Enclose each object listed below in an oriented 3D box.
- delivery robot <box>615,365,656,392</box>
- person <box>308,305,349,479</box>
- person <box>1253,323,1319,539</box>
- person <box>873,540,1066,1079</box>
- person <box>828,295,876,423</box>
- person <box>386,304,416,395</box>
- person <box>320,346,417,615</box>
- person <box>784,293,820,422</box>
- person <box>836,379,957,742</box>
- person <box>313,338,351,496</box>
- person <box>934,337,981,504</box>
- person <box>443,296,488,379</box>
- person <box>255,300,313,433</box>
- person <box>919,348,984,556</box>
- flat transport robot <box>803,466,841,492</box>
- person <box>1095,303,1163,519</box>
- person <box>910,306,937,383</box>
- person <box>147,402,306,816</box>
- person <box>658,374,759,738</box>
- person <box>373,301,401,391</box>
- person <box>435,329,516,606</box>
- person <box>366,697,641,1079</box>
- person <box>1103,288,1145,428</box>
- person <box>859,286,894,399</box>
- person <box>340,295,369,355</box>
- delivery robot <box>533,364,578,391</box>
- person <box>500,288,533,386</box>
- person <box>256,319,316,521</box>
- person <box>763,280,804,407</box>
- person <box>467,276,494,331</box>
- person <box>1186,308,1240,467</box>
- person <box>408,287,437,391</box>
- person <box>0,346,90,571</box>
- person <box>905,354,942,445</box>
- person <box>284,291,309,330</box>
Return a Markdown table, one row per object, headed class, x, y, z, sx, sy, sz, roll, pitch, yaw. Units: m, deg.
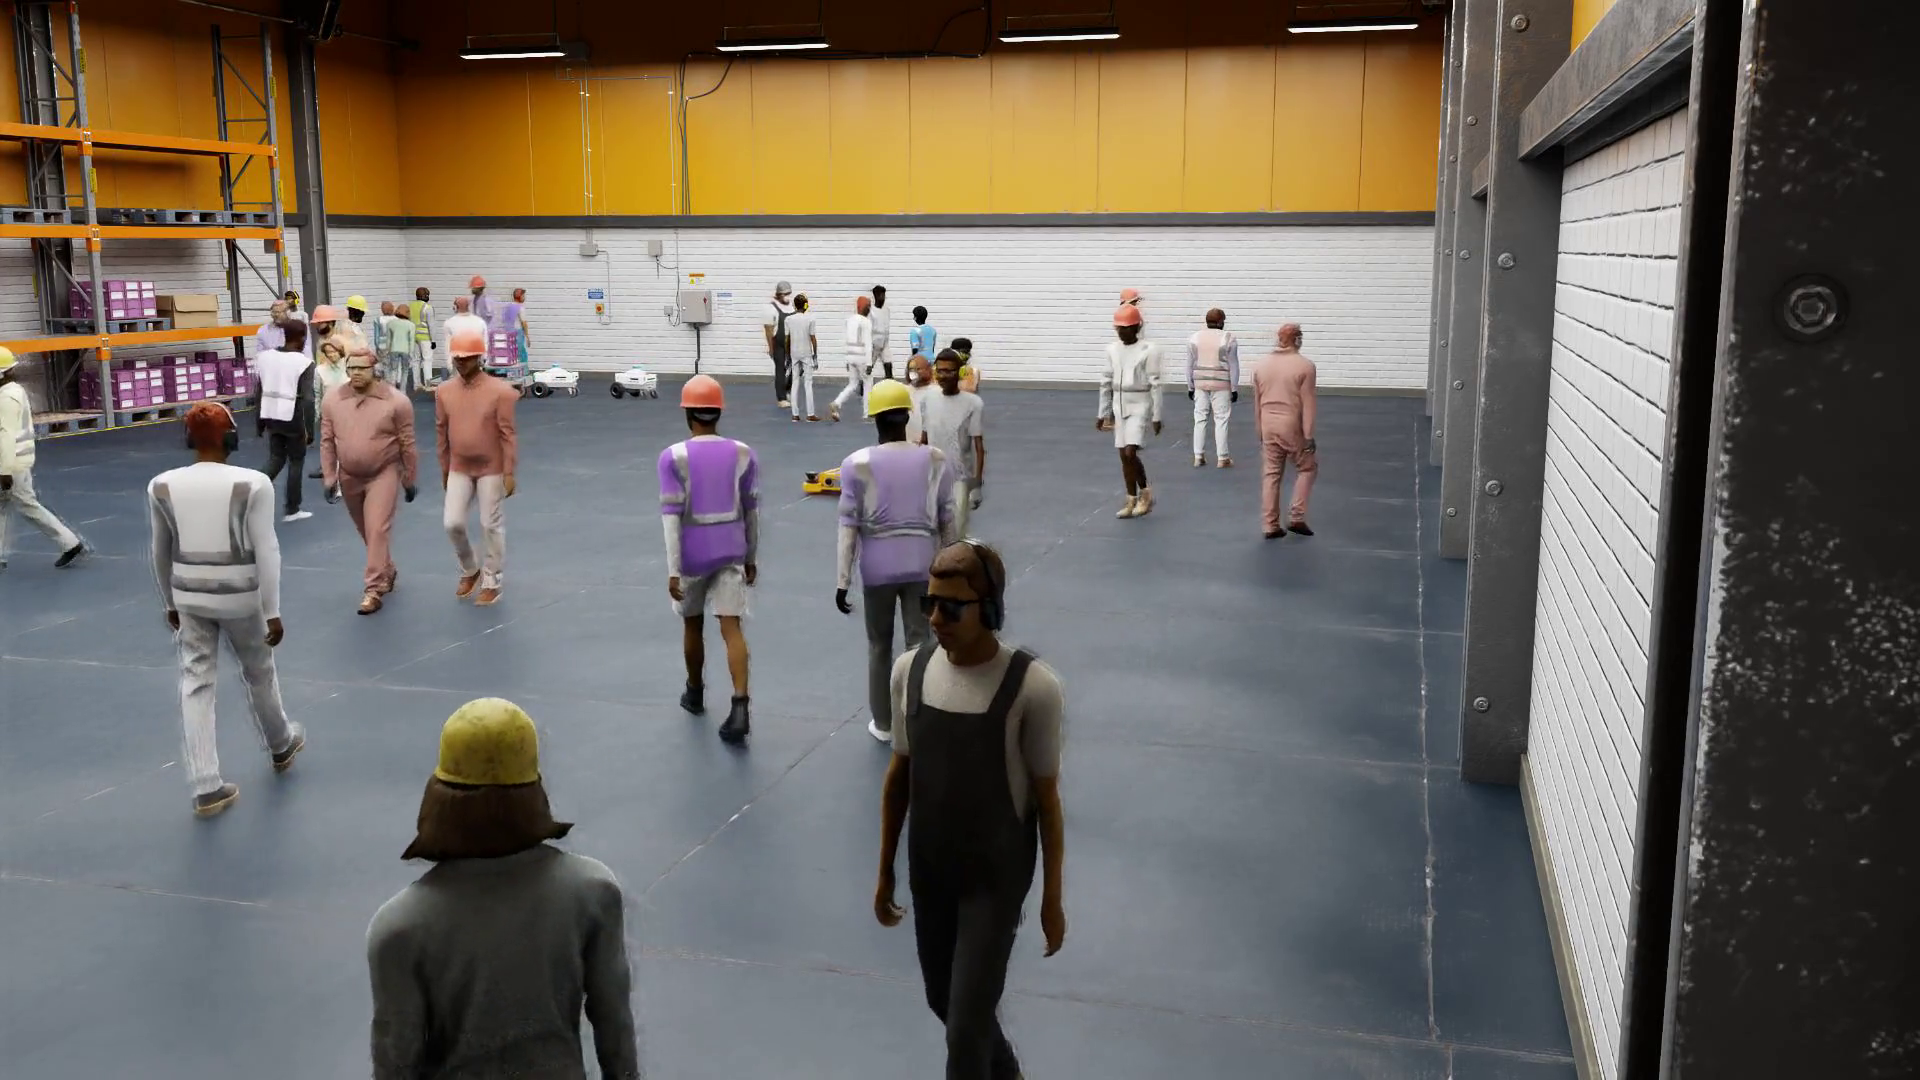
| class | x | y | z | sx | sy | sz | roll | pitch | yaw |
| --- | --- | --- | --- | --- | --- | --- | --- | --- | --- |
| delivery robot | -5.446 | -2.692 | 27.934 | 0.707 | 0.478 | 0.477 | 6 | 12 | 31 |
| person | -6.891 | -1.650 | 18.457 | 0.553 | 1.916 | 0.744 | 9 | 13 | 40 |
| person | 2.878 | -0.948 | 14.556 | 0.560 | 1.886 | 0.680 | -10 | 14 | -44 |
| person | 0.025 | 0.882 | 4.415 | 0.529 | 1.814 | 0.863 | 6 | 12 | 31 |
| person | -1.513 | -2.576 | 23.866 | 0.761 | 1.859 | 0.602 | -9 | 14 | -43 |
| person | -9.250 | -3.095 | 27.476 | 0.527 | 1.607 | 0.518 | -1 | 10 | -4 |
| person | -4.204 | -0.466 | 11.907 | 0.623 | 1.863 | 0.988 | 1 | 10 | 3 |
| person | -2.315 | -2.654 | 24.271 | 0.521 | 1.869 | 0.334 | 3 | 10 | 15 |
| person | -0.298 | 0.154 | 8.324 | 0.634 | 1.893 | 0.786 | -3 | 10 | -14 |
| person | -6.388 | -1.282 | 17.206 | 0.532 | 1.619 | 0.516 | -2 | 10 | -8 |
| person | -0.028 | -1.200 | 16.630 | 0.572 | 1.684 | 0.571 | -5 | 11 | -25 |
| person | -6.918 | -2.487 | 23.341 | 0.648 | 1.868 | 0.983 | -7 | 12 | -33 |
| person | -8.333 | -1.994 | 20.478 | 0.641 | 1.889 | 0.591 | 0 | 10 | -2 |
| person | -0.102 | -0.400 | 11.544 | 0.565 | 1.850 | 0.603 | 4 | 11 | 22 |
| flat transport robot | -0.843 | -0.610 | 17.213 | 1.431 | 0.197 | 0.652 | 4 | 11 | 22 |
| person | 1.576 | -1.188 | 15.533 | 0.474 | 2.022 | 0.624 | -9 | 14 | -43 |
| person | -0.544 | -2.551 | 24.184 | 0.321 | 1.691 | 0.530 | 7 | 12 | 36 |
| person | -3.397 | 0.276 | 7.740 | 0.611 | 1.839 | 0.942 | 0 | 10 | -2 |
| person | -1.298 | 0.079 | 8.763 | 0.552 | 1.892 | 0.994 | -4 | 11 | -23 |
| person | -9.866 | -3.329 | 28.801 | 0.515 | 1.620 | 0.660 | -4 | 11 | -22 |
| person | -3.436 | -0.506 | 11.807 | 0.617 | 1.977 | 0.436 | 1 | 10 | 5 |
| person | -0.811 | 1.164 | 3.118 | 0.497 | 1.711 | 0.723 | -6 | 12 | -31 |
| person | 2.276 | -2.517 | 23.189 | 0.774 | 1.968 | 0.659 | 7 | 12 | 35 |
| person | -1.349 | -3.229 | 27.411 | 0.625 | 1.912 | 1.024 | -10 | 14 | -43 |
| person | -7.856 | -2.222 | 21.681 | 0.377 | 1.918 | 0.585 | -1 | 10 | -8 |
| delivery robot | -6.853 | -2.743 | 28.224 | 0.707 | 0.478 | 0.477 | 0 | 10 | 1 |
| person | -8.085 | -3.661 | 30.161 | 0.872 | 1.805 | 0.568 | -8 | 13 | -37 |
| person | -6.266 | -1.086 | 15.367 | 0.644 | 1.882 | 0.631 | 3 | 10 | 17 |
| person | -2.769 | -3.128 | 26.462 | 0.699 | 2.000 | 0.537 | -8 | 13 | -39 |
| person | -8.865 | -3.880 | 30.864 | 0.555 | 1.993 | 0.659 | -9 | 13 | -40 |
| person | 2.940 | -1.762 | 19.299 | 0.630 | 1.840 | 0.428 | 5 | 11 | 28 |
| person | -9.476 | -3.543 | 29.406 | 0.619 | 1.836 | 0.429 | 6 | 11 | 29 |
| person | -7.361 | -0.628 | 12.998 | 0.873 | 1.803 | 0.600 | -6 | 11 | -29 |
| person | -0.309 | -0.844 | 14.715 | 0.512 | 1.616 | 0.582 | 5 | 11 | 28 |
| person | -10.304 | -2.923 | 25.785 | 0.514 | 1.872 | 0.328 | 4 | 11 | 20 |
